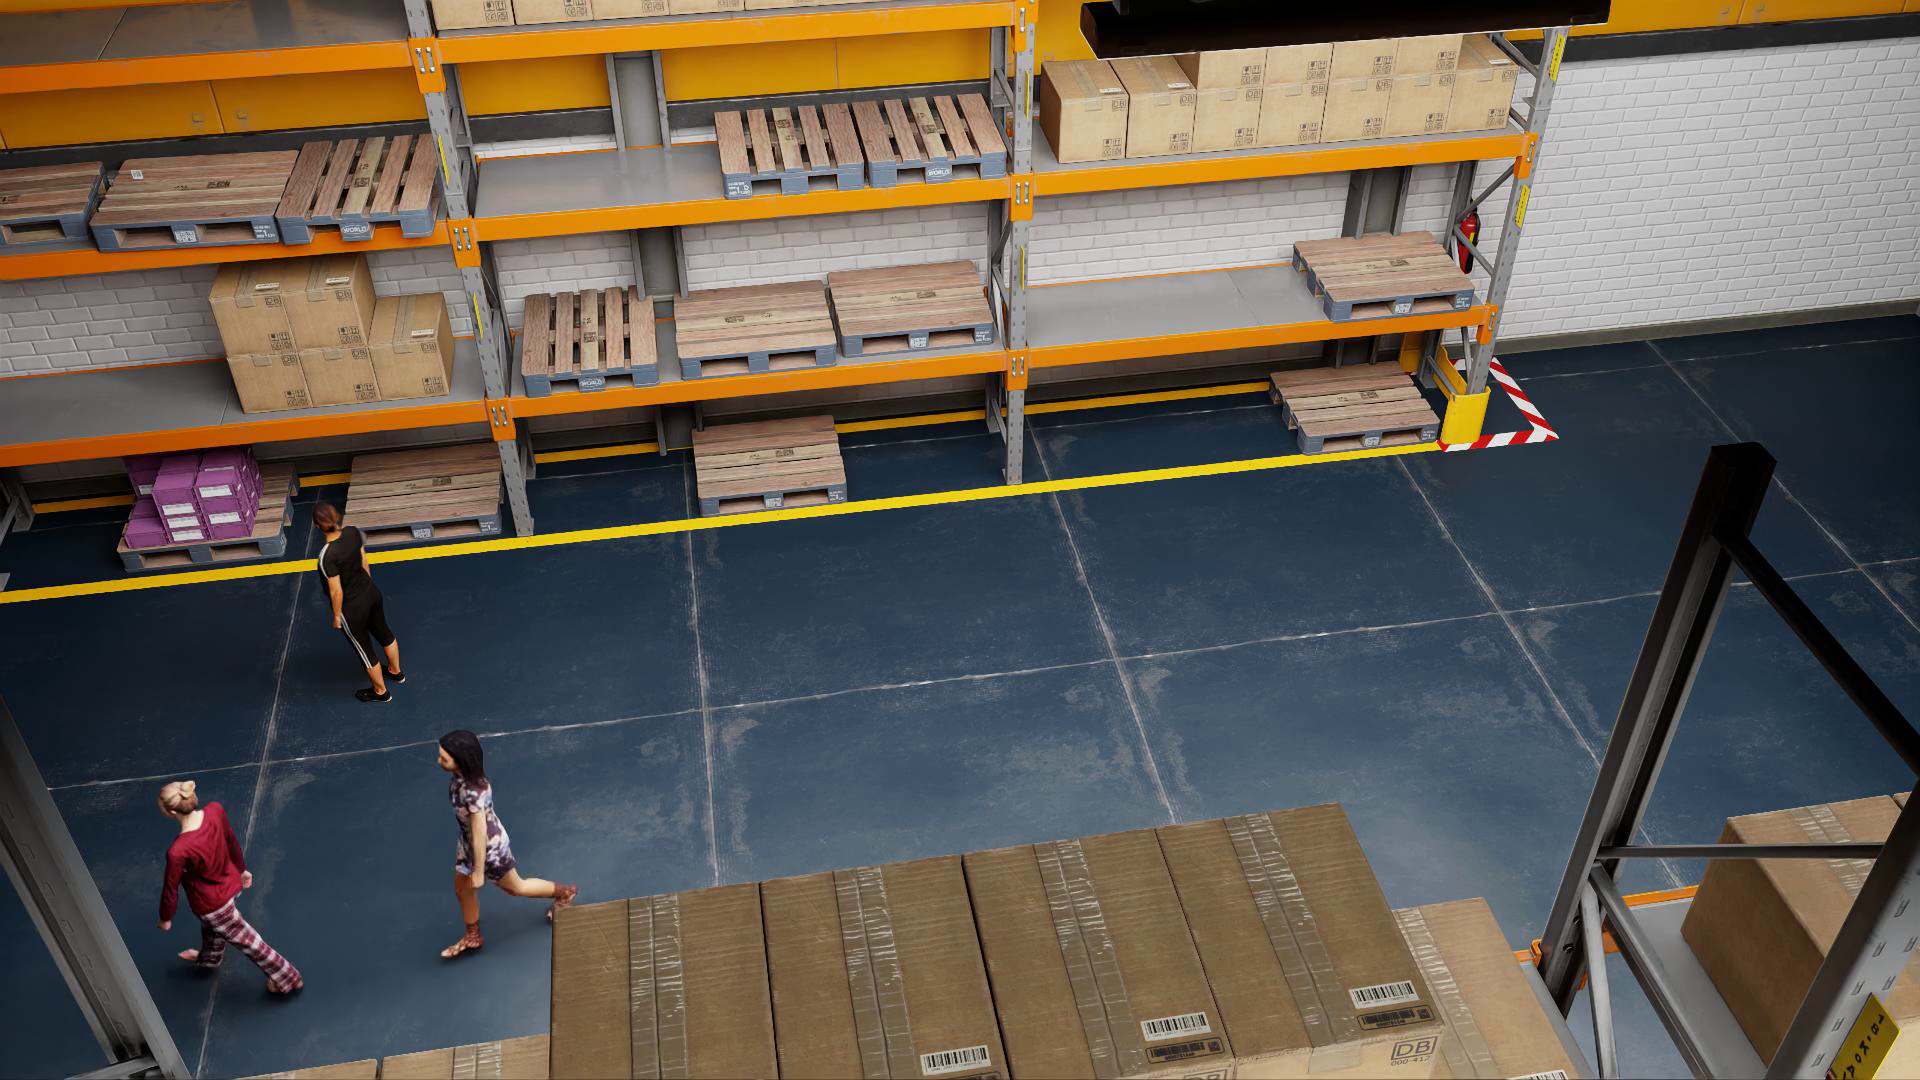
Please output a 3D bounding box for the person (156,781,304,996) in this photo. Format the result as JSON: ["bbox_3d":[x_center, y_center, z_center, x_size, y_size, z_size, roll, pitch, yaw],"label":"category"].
[{"bbox_3d":[-4.134,2.015,9.427,1.104,1.662,0.846,4,39,5],"label":"person"}]

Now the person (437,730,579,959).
[{"bbox_3d":[-2.687,1.760,9.715,1.182,1.700,0.911,-24,44,-27],"label":"person"}]

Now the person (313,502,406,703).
[{"bbox_3d":[-4.149,0.414,11.427,0.641,1.668,0.650,11,40,13],"label":"person"}]
